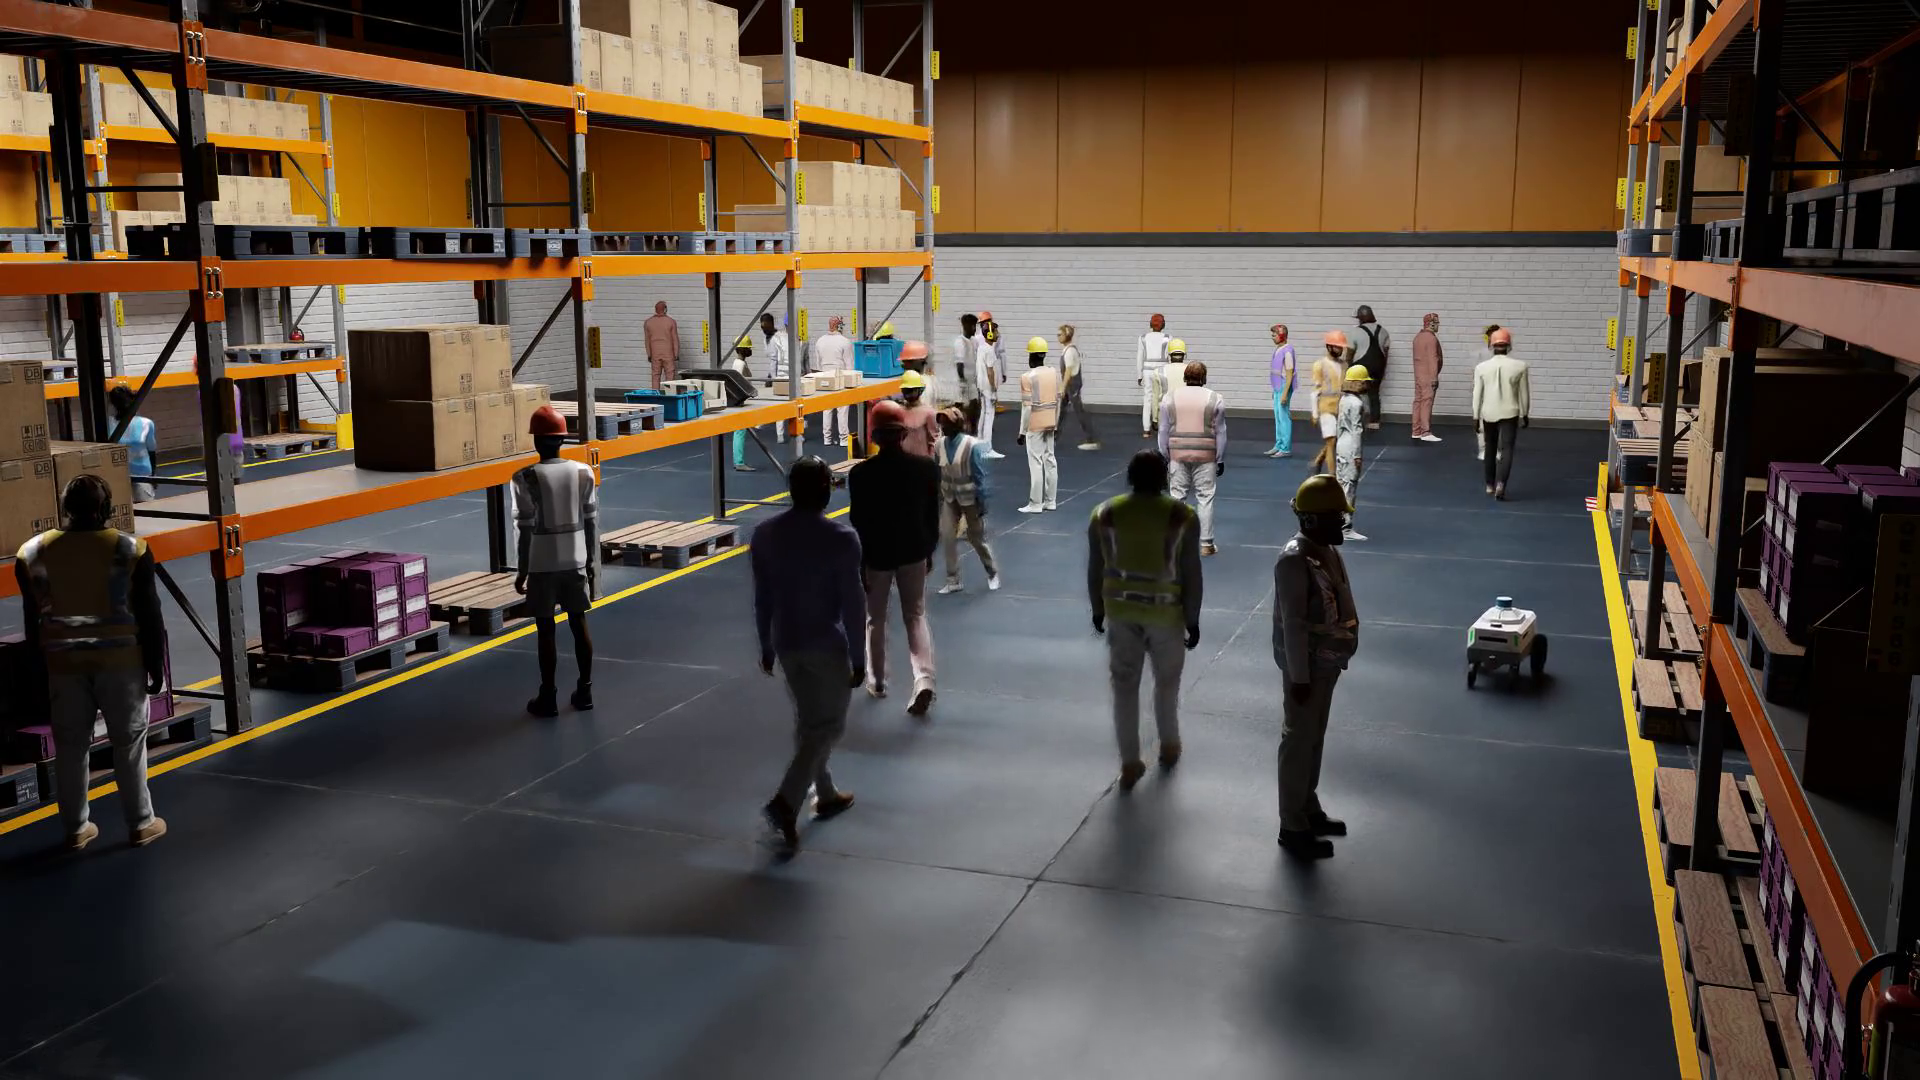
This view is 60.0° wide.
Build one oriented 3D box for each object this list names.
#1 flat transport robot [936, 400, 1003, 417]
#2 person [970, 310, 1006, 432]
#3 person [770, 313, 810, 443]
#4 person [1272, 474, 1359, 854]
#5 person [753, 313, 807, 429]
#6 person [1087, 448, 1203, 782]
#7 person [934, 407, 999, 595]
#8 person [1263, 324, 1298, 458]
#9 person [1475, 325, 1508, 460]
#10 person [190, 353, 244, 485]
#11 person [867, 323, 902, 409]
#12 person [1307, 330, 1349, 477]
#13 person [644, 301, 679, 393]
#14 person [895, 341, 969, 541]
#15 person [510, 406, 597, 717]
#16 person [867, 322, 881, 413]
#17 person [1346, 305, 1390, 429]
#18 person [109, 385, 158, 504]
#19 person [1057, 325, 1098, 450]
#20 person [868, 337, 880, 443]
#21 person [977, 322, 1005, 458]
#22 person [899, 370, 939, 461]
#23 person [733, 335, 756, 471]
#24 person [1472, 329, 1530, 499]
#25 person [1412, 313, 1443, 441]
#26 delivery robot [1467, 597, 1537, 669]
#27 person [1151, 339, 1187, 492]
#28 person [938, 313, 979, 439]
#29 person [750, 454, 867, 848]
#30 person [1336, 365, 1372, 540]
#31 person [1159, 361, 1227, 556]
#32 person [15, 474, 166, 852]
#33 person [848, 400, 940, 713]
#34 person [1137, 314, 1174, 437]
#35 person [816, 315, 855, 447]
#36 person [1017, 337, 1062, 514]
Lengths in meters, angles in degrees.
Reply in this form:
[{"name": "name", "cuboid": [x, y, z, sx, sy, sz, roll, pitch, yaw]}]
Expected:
[{"name": "flat transport robot", "cuboid": [0.091, -2.275, 28.610, 0.652, 0.197, 1.431, 7, 12, 33]}, {"name": "person", "cuboid": [0.434, -2.661, 26.200, 0.592, 1.889, 0.835, 0, 10, -2]}, {"name": "person", "cuboid": [-2.507, -2.400, 24.614, 0.603, 1.942, 0.399, -4, 11, -20]}, {"name": "person", "cuboid": [1.729, 0.587, 8.098, 0.403, 1.833, 0.590, 5, 11, 26]}, {"name": "person", "cuboid": [-2.907, -2.677, 26.452, 1.047, 1.851, 0.612, -7, 12, -35]}, {"name": "person", "cuboid": [1.048, 0.385, 9.279, 0.661, 1.810, 0.834, 3, 10, 16]}, {"name": "person", "cuboid": [0.066, -0.341, 14.019, 0.524, 1.592, 0.618, 7, 12, 35]}, {"name": "person", "cuboid": [4.446, -2.045, 22.910, 0.389, 1.837, 0.563, -1, 10, -4]}, {"name": "person", "cuboid": [7.214, -1.987, 22.543, 0.535, 1.852, 0.487, -2, 10, -11]}, {"name": "person", "cuboid": [-7.291, -0.931, 16.423, 0.421, 1.919, 0.583, 1, 10, 8]}, {"name": "person", "cuboid": [-0.997, -1.911, 21.976, 0.630, 1.899, 0.605, 3, 11, 17]}, {"name": "person", "cuboid": [4.459, -1.581, 20.073, 0.556, 1.923, 0.727, -6, 12, -32]}, {"name": "person", "cuboid": [-5.420, -3.403, 30.363, 0.642, 1.909, 0.409, 2, 10, 9]}, {"name": "person", "cuboid": [-0.349, -0.955, 16.341, 1.008, 2.006, 0.628, -3, 10, -14]}, {"name": "person", "cuboid": [-2.528, 0.133, 10.361, 0.543, 1.938, 0.356, -7, 12, -36]}, {"name": "person", "cuboid": [-1.358, -2.978, 28.819, 0.843, 1.588, 0.532, 1, 10, 8]}, {"name": "person", "cuboid": [6.448, -2.805, 26.618, 0.707, 2.000, 0.714, -3, 11, -17]}, {"name": "person", "cuboid": [-7.642, -0.602, 15.251, 0.533, 1.662, 0.850, -6, 12, -32]}, {"name": "person", "cuboid": [1.532, -2.163, 23.723, 0.983, 1.789, 0.528, -1, 10, -3]}, {"name": "person", "cuboid": [-1.067, -1.930, 22.462, 0.533, 1.767, 0.325, -1, 10, -6]}, {"name": "person", "cuboid": [0.407, -2.065, 22.933, 0.328, 1.872, 0.514, -3, 11, -18]}, {"name": "person", "cuboid": [-0.441, -0.698, 15.528, 0.523, 1.769, 0.309, 6, 12, 31]}, {"name": "person", "cuboid": [-2.803, -1.776, 21.593, 0.319, 1.767, 0.534, -2, 10, -12]}, {"name": "person", "cuboid": [6.270, -1.466, 19.310, 0.621, 1.962, 0.945, 5, 11, 28]}, {"name": "person", "cuboid": [7.015, -2.435, 24.907, 0.403, 1.911, 0.637, -1, 10, -8]}, {"name": "delivery robot", "cuboid": [3.656, 0.628, 11.205, 0.477, 0.478, 0.707, 5, 11, 28]}, {"name": "person", "cuboid": [2.555, -1.464, 19.699, 0.585, 1.824, 0.406, 0, 10, -2]}, {"name": "person", "cuboid": [-0.024, -2.396, 24.652, 0.859, 1.931, 0.616, 3, 11, 18]}, {"name": "person", "cuboid": [-0.758, 0.532, 8.190, 0.645, 1.915, 0.859, 6, 12, 31]}, {"name": "person", "cuboid": [3.914, -0.875, 16.584, 0.321, 1.743, 0.488, -1, 10, -5]}, {"name": "person", "cuboid": [2.204, -0.771, 15.724, 0.630, 1.842, 0.429, 3, 11, 18]}, {"name": "person", "cuboid": [-4.167, 0.595, 8.057, 0.620, 1.836, 0.429, -2, 10, -12]}, {"name": "person", "cuboid": [-0.392, 0.101, 10.501, 0.607, 1.964, 0.906, -2, 10, -13]}, {"name": "person", "cuboid": [2.988, -2.500, 25.342, 0.585, 1.882, 0.337, 4, 11, 21]}, {"name": "person", "cuboid": [-1.777, -2.304, 24.172, 0.643, 1.909, 0.410, 7, 12, 33]}, {"name": "person", "cuboid": [0.855, -1.248, 18.163, 0.585, 1.929, 0.370, -9, 14, -43]}]
